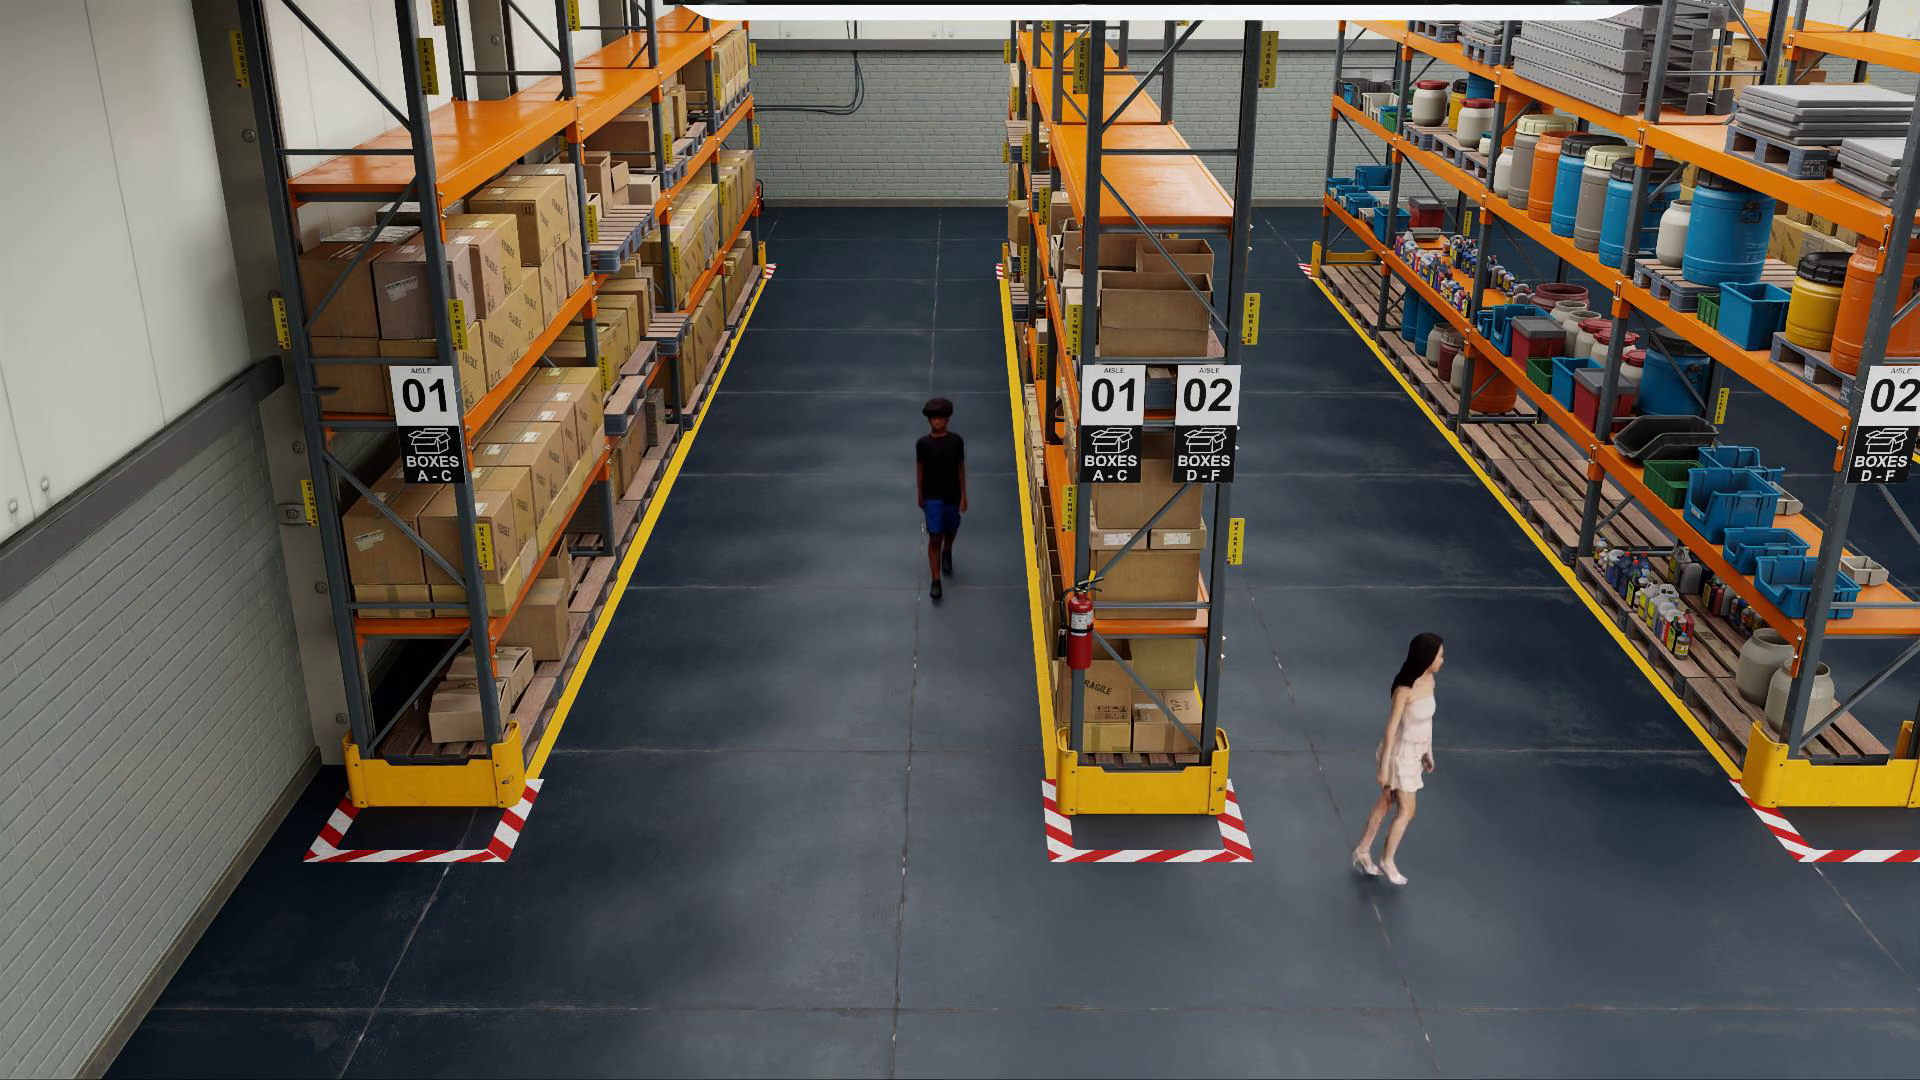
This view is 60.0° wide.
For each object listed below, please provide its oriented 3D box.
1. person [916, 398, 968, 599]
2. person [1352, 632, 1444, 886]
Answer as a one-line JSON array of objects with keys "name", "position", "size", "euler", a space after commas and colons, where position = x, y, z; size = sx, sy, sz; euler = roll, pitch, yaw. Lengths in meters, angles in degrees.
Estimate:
[{"name": "person", "position": [-0.153, -0.423, 14.894], "size": [0.645, 1.765, 1.153], "euler": [-2, 22, -4]}, {"name": "person", "position": [2.737, 1.388, 10.545], "size": [0.739, 1.707, 0.812], "euler": [-18, 28, -37]}]
